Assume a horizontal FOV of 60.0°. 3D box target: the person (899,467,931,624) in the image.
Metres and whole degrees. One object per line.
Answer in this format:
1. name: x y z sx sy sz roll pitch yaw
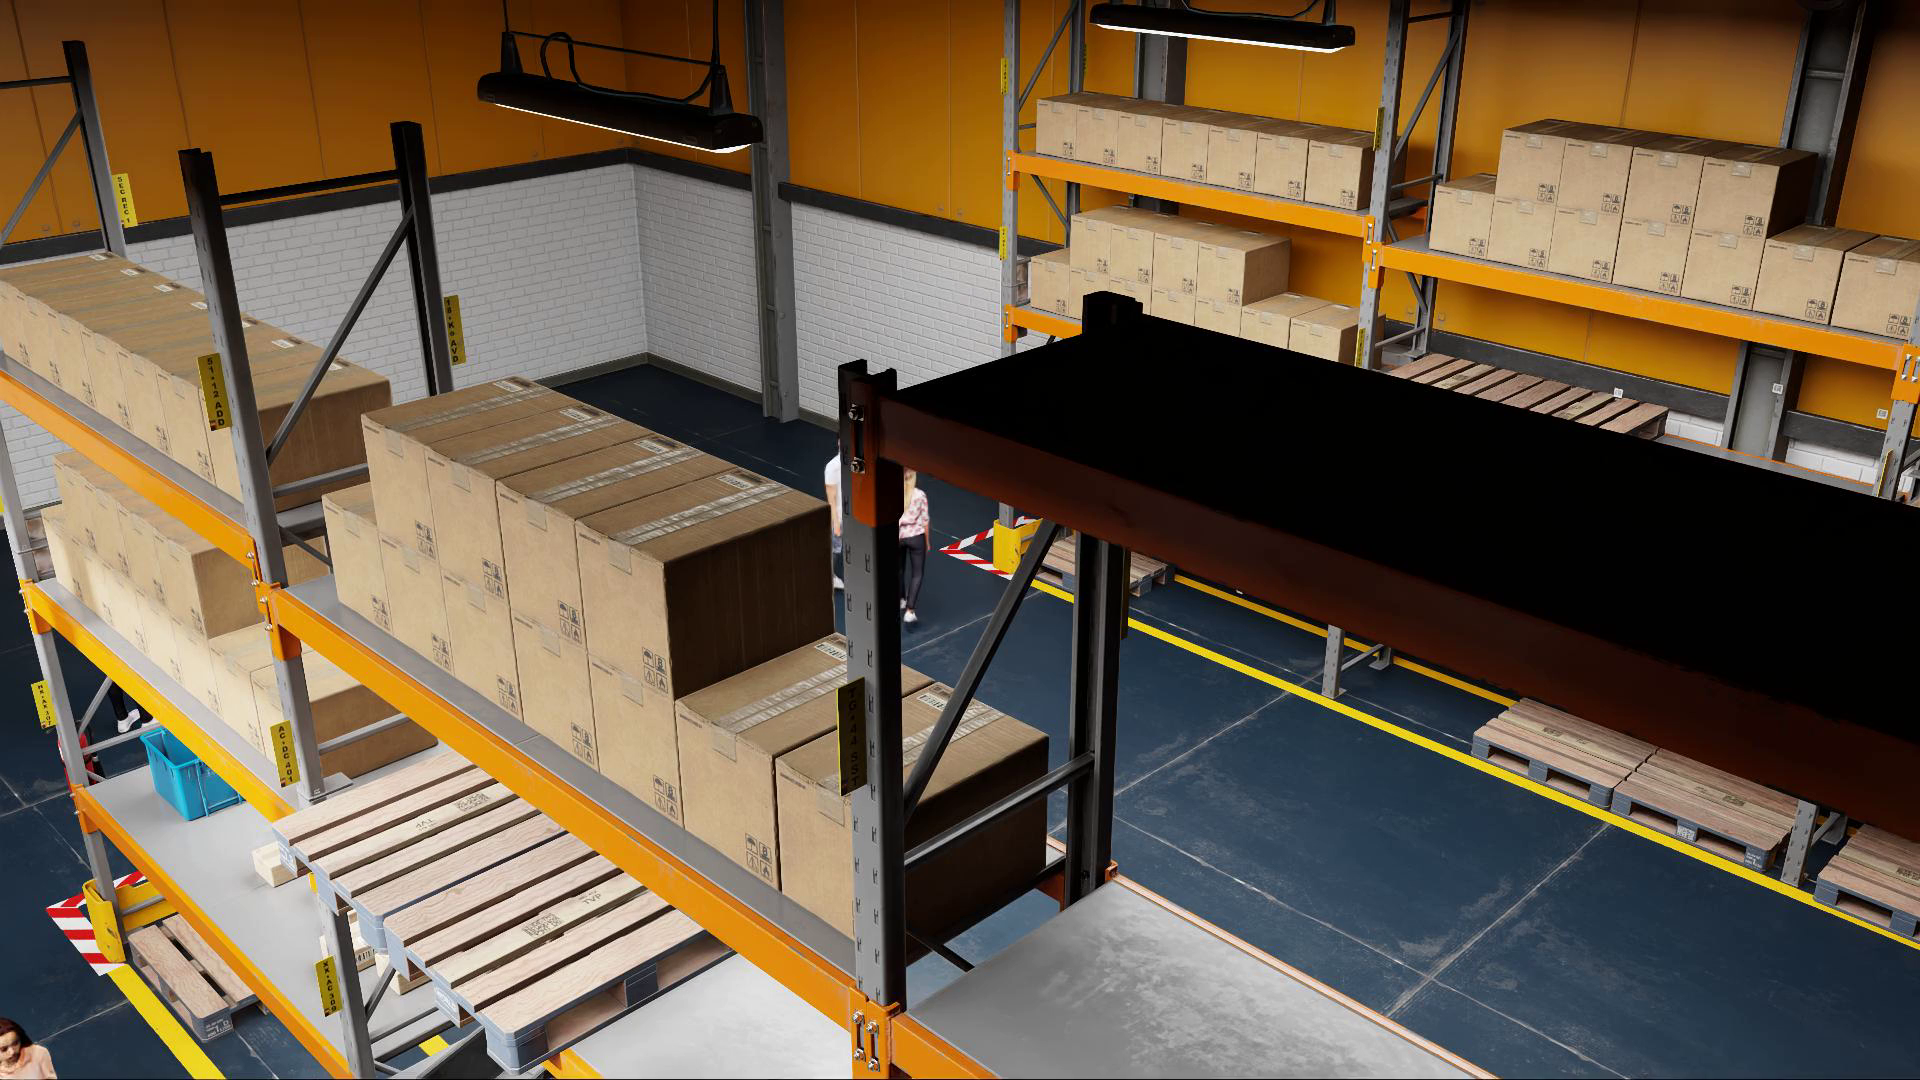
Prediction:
1. person: -0.502 0.039 15.959 0.975 1.606 0.972 4 24 8
